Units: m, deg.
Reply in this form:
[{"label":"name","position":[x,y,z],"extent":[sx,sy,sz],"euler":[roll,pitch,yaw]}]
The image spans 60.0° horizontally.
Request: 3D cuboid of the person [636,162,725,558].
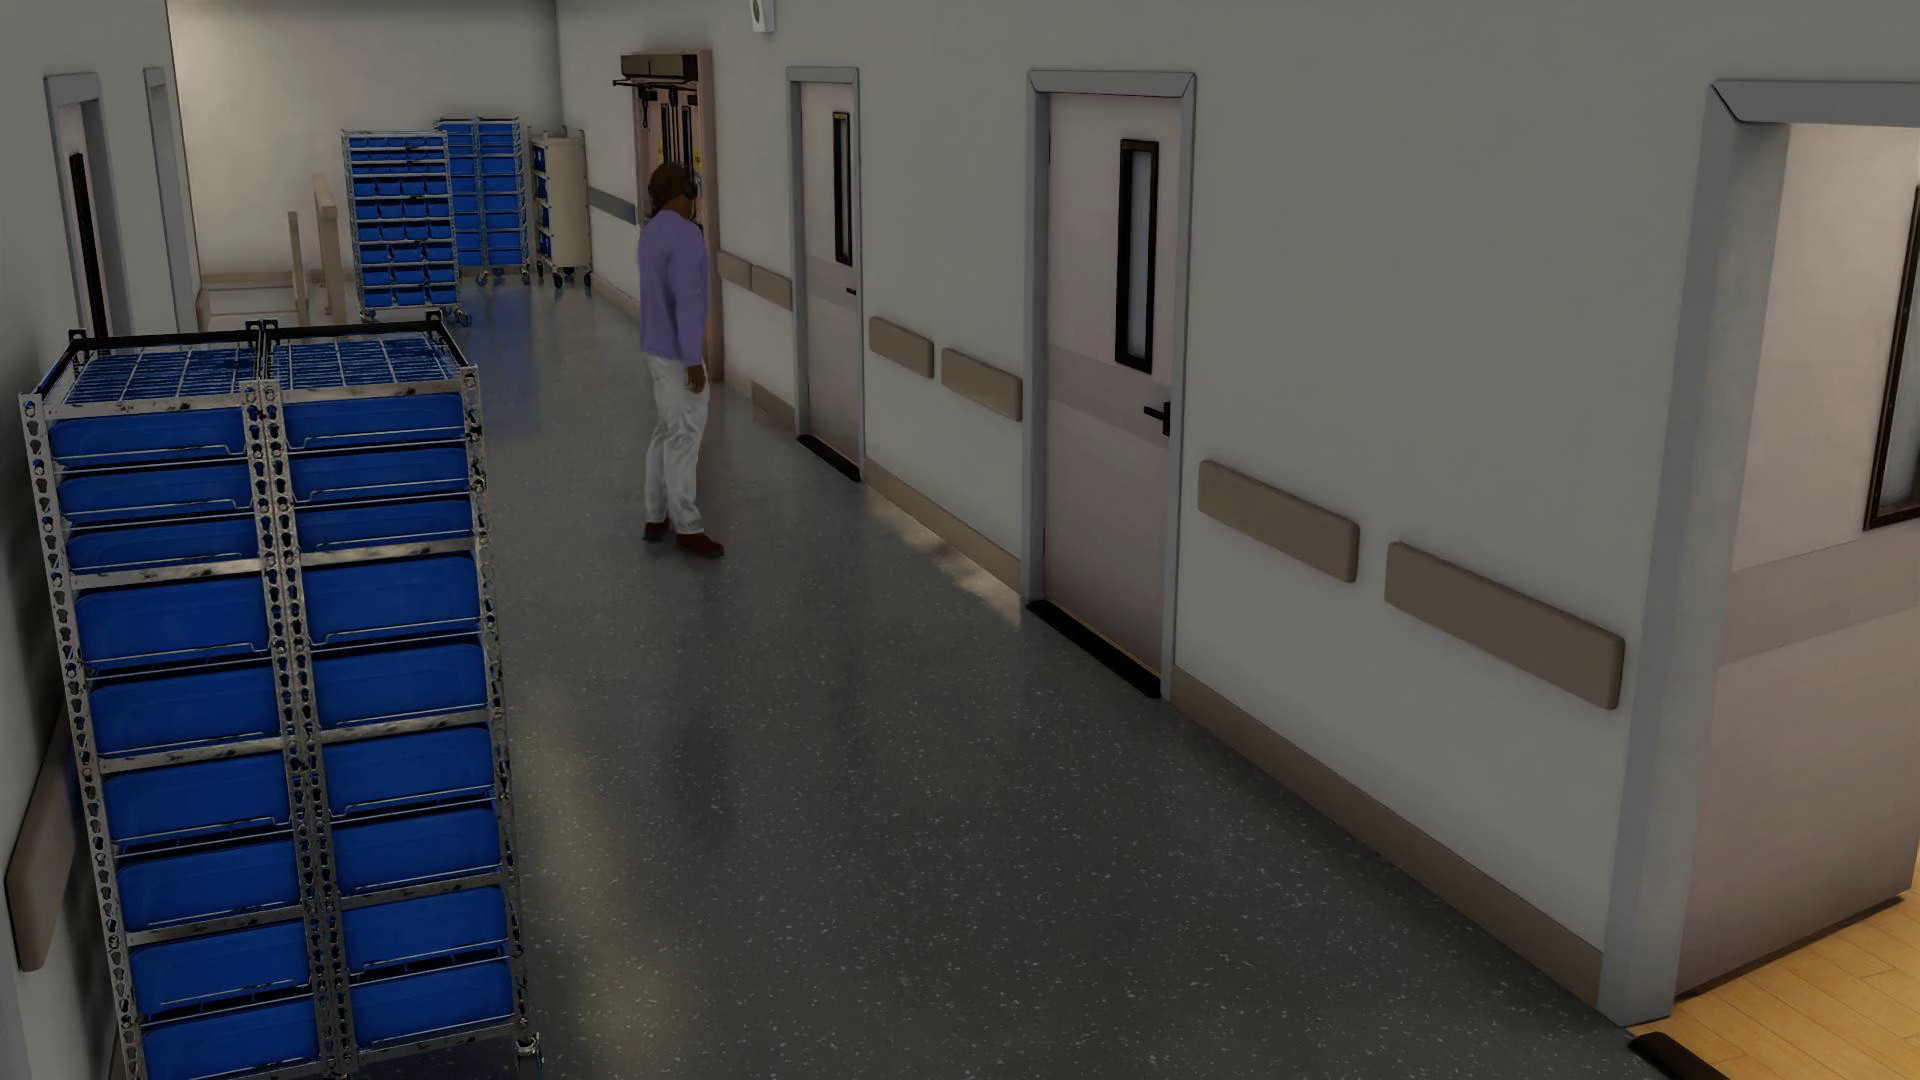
[{"label":"person","position":[-1.386,-0.872,8.157],"extent":[0.362,1.895,0.714],"euler":[-7,18,-24]}]
